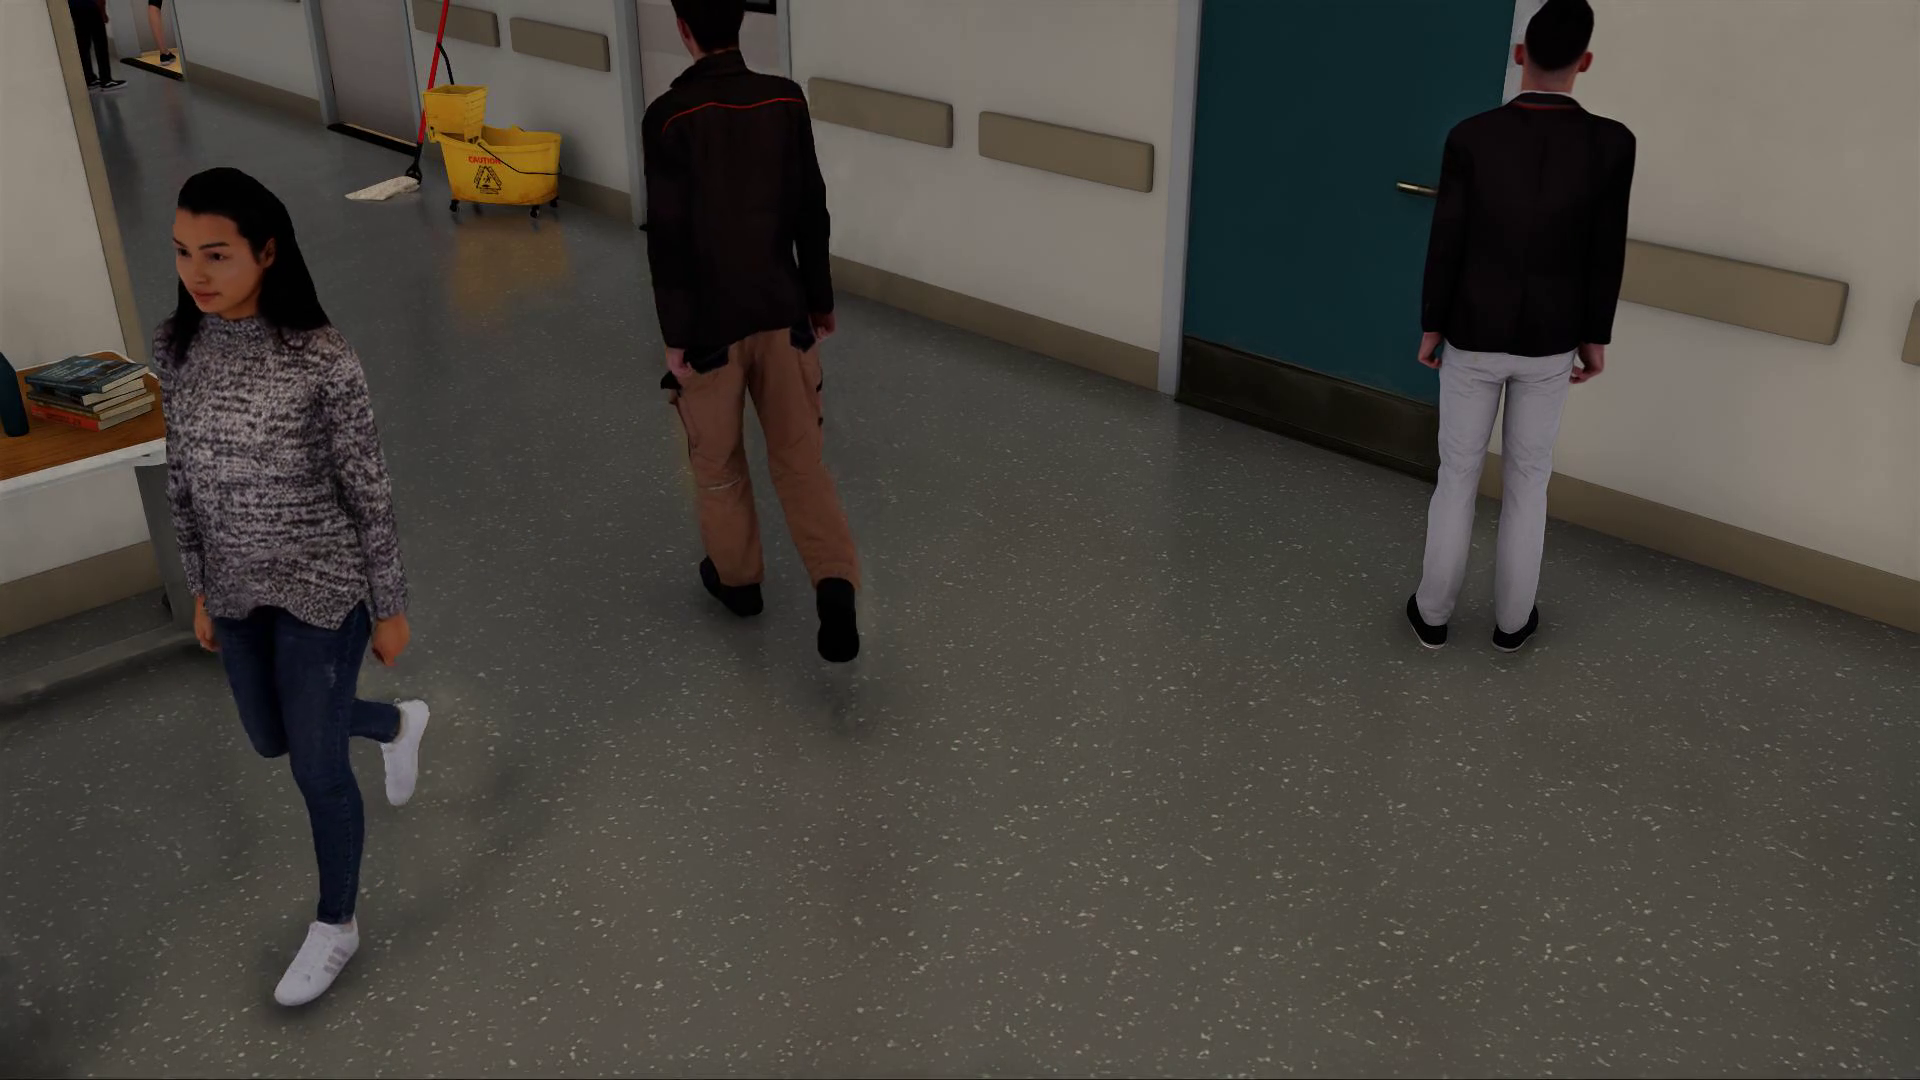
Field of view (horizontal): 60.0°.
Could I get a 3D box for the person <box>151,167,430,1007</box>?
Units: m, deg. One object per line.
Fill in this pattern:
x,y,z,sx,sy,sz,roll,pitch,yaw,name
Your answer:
-1.320,0.073,3.438,1.026,1.709,0.979,7,27,15,person

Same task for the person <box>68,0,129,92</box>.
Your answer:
-6.551,-4.012,12.433,0.520,1.254,0.636,9,27,18,person

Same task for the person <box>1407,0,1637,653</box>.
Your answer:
1.513,-0.551,4.575,0.680,1.844,0.804,6,26,13,person

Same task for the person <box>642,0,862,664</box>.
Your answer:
-0.559,-0.545,4.502,0.889,1.898,1.214,-14,29,-26,person
